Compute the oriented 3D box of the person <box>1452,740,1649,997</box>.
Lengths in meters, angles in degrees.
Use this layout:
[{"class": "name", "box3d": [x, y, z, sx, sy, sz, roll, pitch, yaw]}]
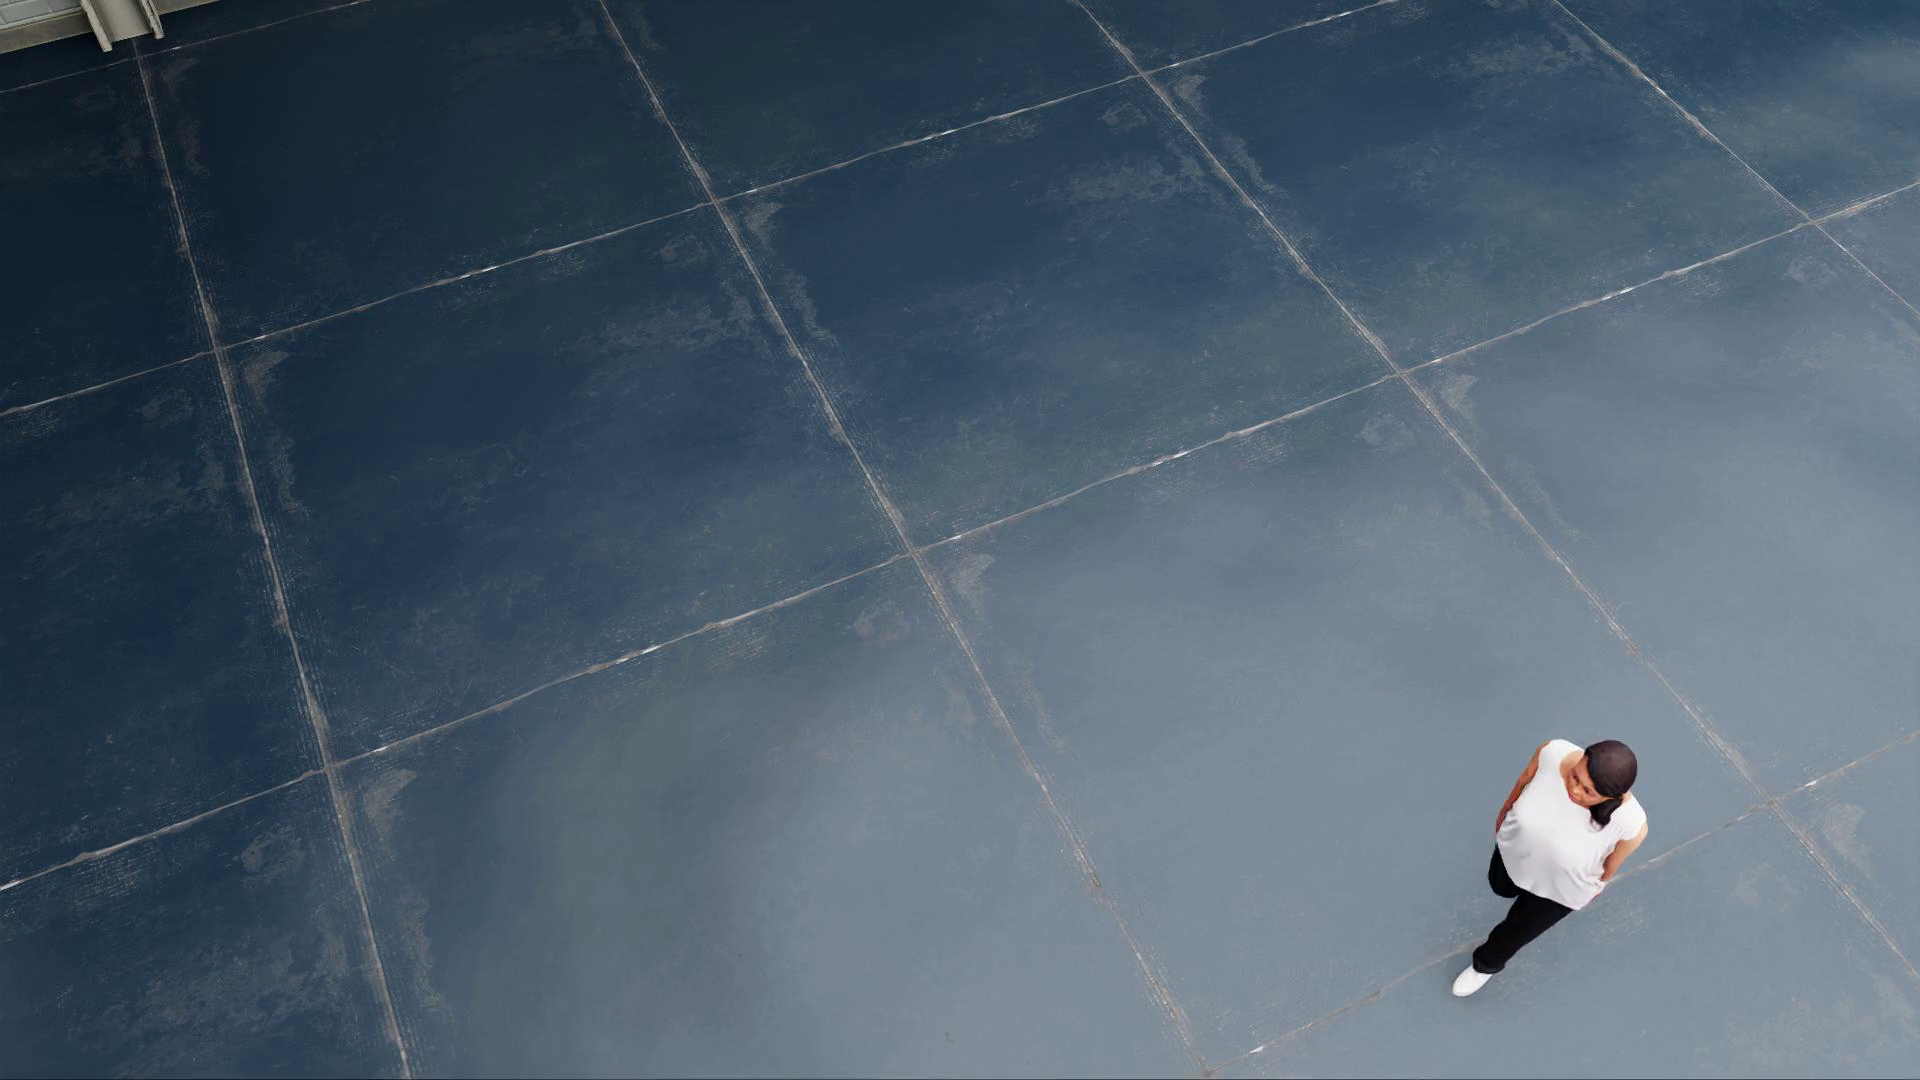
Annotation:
[{"class": "person", "box3d": [2.362, 1.244, 6.599, 0.998, 1.666, 0.758, -30, 58, -21]}]
